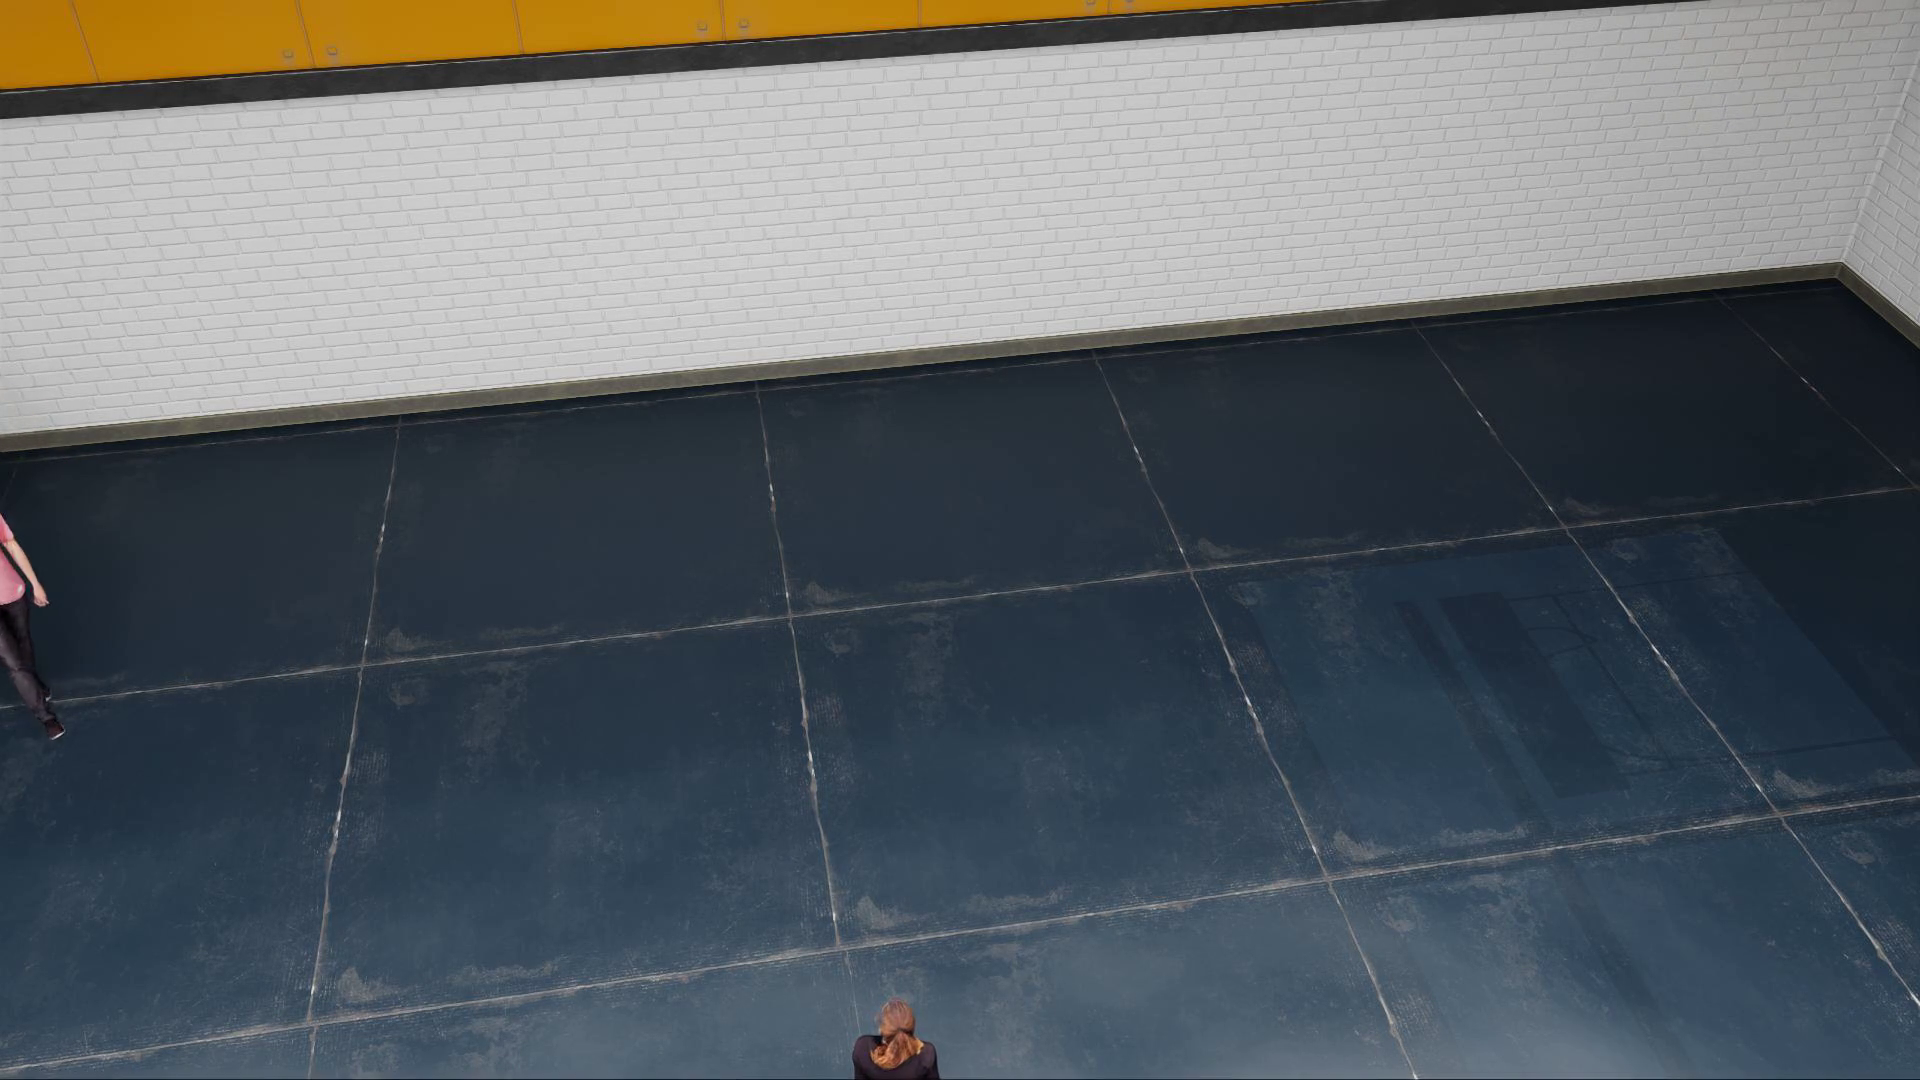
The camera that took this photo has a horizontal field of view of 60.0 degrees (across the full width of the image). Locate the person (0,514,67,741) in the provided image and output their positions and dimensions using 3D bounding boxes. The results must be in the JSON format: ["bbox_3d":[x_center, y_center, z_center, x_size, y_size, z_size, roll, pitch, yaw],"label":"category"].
[{"bbox_3d":[-6.292,0.331,10.780,1.202,1.924,1.074,29,47,32],"label":"person"}]

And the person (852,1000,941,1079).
[{"bbox_3d":[-0.296,2.735,7.929,0.635,1.727,0.651,5,39,6],"label":"person"}]
